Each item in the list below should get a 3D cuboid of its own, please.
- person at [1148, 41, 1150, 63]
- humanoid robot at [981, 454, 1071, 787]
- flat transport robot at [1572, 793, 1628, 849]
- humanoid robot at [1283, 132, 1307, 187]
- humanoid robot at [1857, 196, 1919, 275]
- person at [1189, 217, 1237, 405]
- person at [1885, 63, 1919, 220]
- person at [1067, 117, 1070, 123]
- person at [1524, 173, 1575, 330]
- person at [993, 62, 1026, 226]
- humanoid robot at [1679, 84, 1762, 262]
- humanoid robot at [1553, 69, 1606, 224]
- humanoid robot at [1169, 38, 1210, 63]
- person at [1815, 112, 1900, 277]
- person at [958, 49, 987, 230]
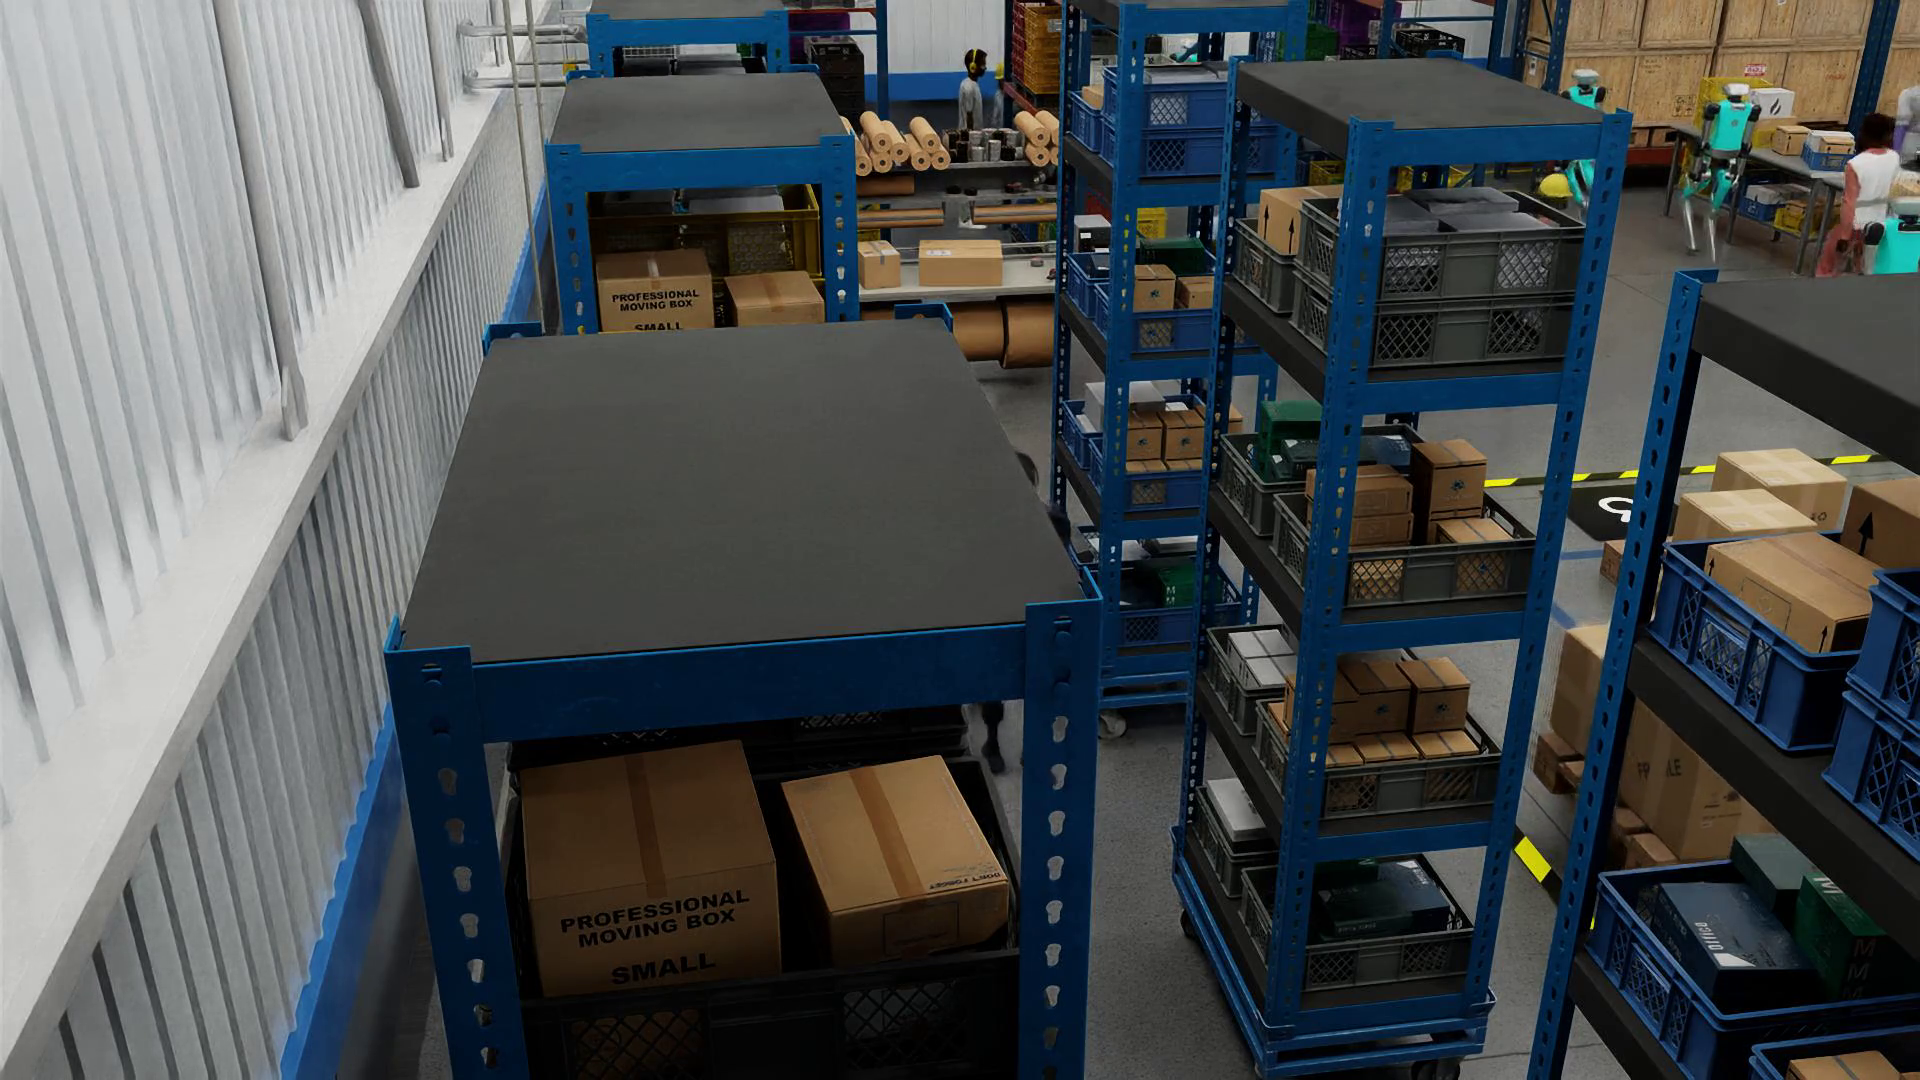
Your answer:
[{"bbox_3d":[2.038,-4.820,18.962,0.958,1.774,0.583,-14,28,-27],"label":"person"},{"bbox_3d":[0.266,0.389,7.772,0.609,1.642,0.547,-7,26,-16],"label":"humanoid robot"},{"bbox_3d":[3.315,1.325,7.385,0.652,0.197,1.431,-4,25,-8],"label":"flat transport robot"},{"bbox_3d":[3.589,-4.413,18.208,0.395,1.651,0.600,-8,26,-18],"label":"humanoid robot"},{"bbox_3d":[6.652,-1.542,11.737,0.533,1.673,0.735,0,25,0],"label":"humanoid robot"},{"bbox_3d":[1.687,-1.255,11.132,0.399,1.852,0.589,-3,25,-7],"label":"person"},{"bbox_3d":[9.723,-3.958,16.861,0.612,1.989,1.042,4,25,9],"label":"person"},{"bbox_3d":[1.245,-4.379,17.921,0.333,1.860,0.503,8,26,18],"label":"person"},{"bbox_3d":[4.416,-1.912,12.663,0.381,1.754,0.541,-2,25,-3],"label":"person"},{"bbox_3d":[0.566,-4.261,17.837,0.524,1.711,0.381,17,30,33],"label":"person"},{"bbox_3d":[7.439,-3.643,16.496,0.542,1.798,0.825,0,25,0],"label":"humanoid robot"},{"bbox_3d":[6.376,-3.774,16.862,0.558,1.880,0.793,-7,26,-15],"label":"humanoid robot"},{"bbox_3d":[2.727,-4.872,19.113,0.657,1.775,0.537,-22,33,-40],"label":"humanoid robot"},{"bbox_3d":[7.725,-2.695,14.233,0.598,1.890,0.926,-10,27,-21],"label":"person"},{"bbox_3d":[0.132,-4.230,17.585,0.309,1.864,0.531,0,25,0],"label":"person"}]
